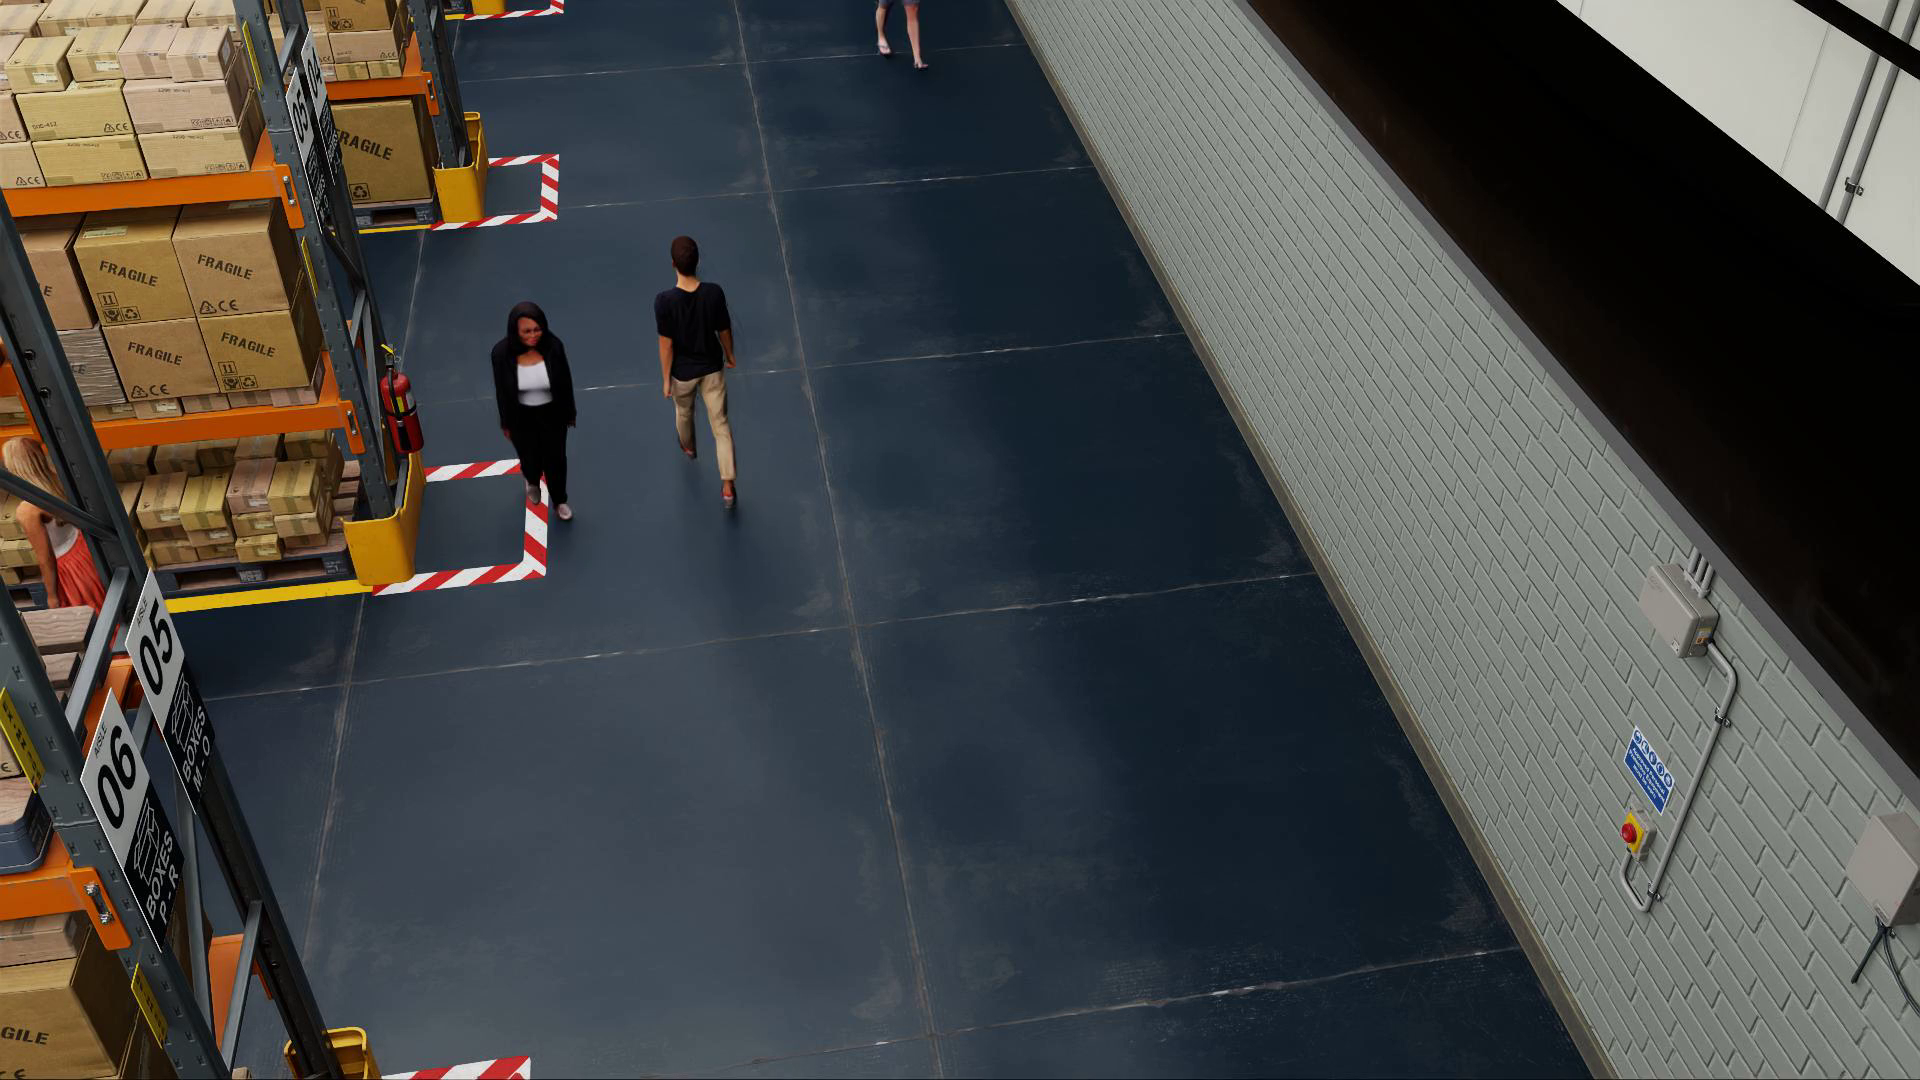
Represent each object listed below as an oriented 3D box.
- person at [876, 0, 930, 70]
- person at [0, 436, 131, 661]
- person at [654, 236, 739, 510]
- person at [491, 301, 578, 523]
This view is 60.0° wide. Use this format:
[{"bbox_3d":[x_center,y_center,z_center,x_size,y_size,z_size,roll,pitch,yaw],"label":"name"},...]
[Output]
[{"bbox_3d":[-0.680,-5.684,16.694,1.175,1.781,0.881,-14,40,-17],"label":"person"},{"bbox_3d":[-4.871,0.185,9.176,0.628,1.802,0.668,0,38,0],"label":"person"},{"bbox_3d":[-1.659,-1.033,10.728,1.183,1.808,0.888,-13,40,-16],"label":"person"},{"bbox_3d":[-2.733,-0.846,10.657,0.749,1.601,0.815,-17,41,-21],"label":"person"}]
